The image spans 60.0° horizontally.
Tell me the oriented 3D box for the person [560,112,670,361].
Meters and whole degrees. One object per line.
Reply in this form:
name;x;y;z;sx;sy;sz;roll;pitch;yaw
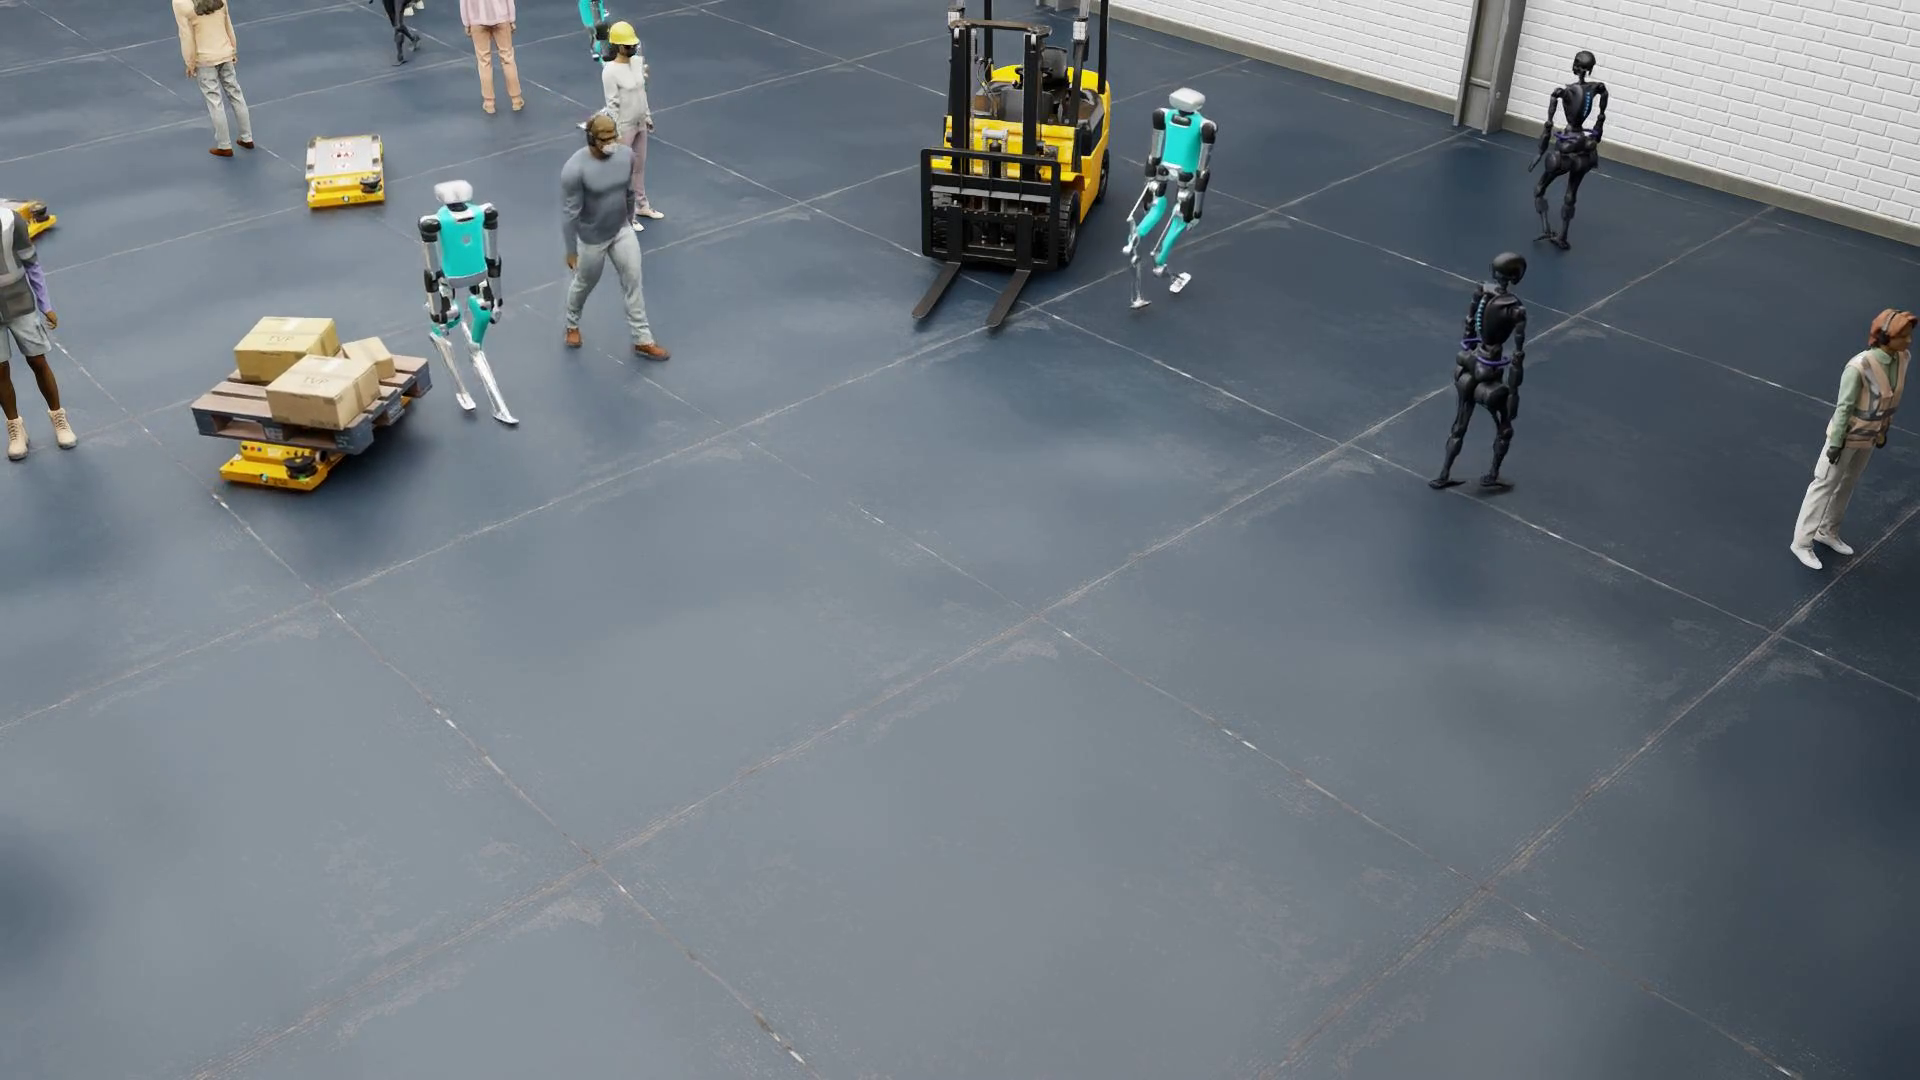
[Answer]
person;-2.646;-2.241;12.134;0.898;1.899;0.659;25;40;33

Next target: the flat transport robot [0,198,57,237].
flat transport robot;-8.683;-2.750;14.399;1.431;0.231;0.659;5;33;8

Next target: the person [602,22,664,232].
person;-2.813;-3.552;14.259;0.312;1.769;0.523;15;36;21

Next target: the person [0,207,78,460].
person;-6.252;-1.491;10.841;0.613;2.040;0.390;-16;36;-23

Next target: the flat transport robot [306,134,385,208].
flat transport robot;-5.720;-3.456;15.485;0.659;0.231;1.431;-9;34;-14

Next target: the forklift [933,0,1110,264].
forklift;0.570;-3.725;14.138;1.214;2.155;2.313;9;34;13

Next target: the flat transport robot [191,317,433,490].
flat transport robot;-4.379;-0.802;11.407;0.659;0.231;1.431;7;34;11

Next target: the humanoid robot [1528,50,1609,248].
humanoid robot;5.081;-3.249;13.866;0.601;1.648;0.346;-7;34;-11

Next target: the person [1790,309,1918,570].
person;5.300;-0.607;9.843;0.515;1.644;0.306;-18;37;-25

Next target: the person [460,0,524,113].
person;-4.751;-5.217;16.802;0.535;1.781;0.399;-10;34;-15

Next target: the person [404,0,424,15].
person;-6.743;-7.224;19.824;0.442;1.858;0.796;5;33;8

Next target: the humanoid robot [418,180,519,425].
humanoid robot;-3.438;-1.645;11.371;0.559;1.791;0.785;-24;40;-32

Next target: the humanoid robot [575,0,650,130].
humanoid robot;-3.368;-4.813;16.227;1.014;1.733;0.547;-15;36;-21

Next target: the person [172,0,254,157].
person;-7.067;-4.569;15.726;0.409;1.877;0.554;20;38;27

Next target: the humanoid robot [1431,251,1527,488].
humanoid robot;3.363;-1.073;10.535;0.560;1.648;0.599;-11;35;-16

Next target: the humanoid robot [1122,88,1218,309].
humanoid robot;1.554;-2.525;12.735;0.560;1.745;1.044;21;38;29

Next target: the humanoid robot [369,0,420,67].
humanoid robot;-6.236;-6.124;18.329;0.608;1.639;0.734;9;34;14
